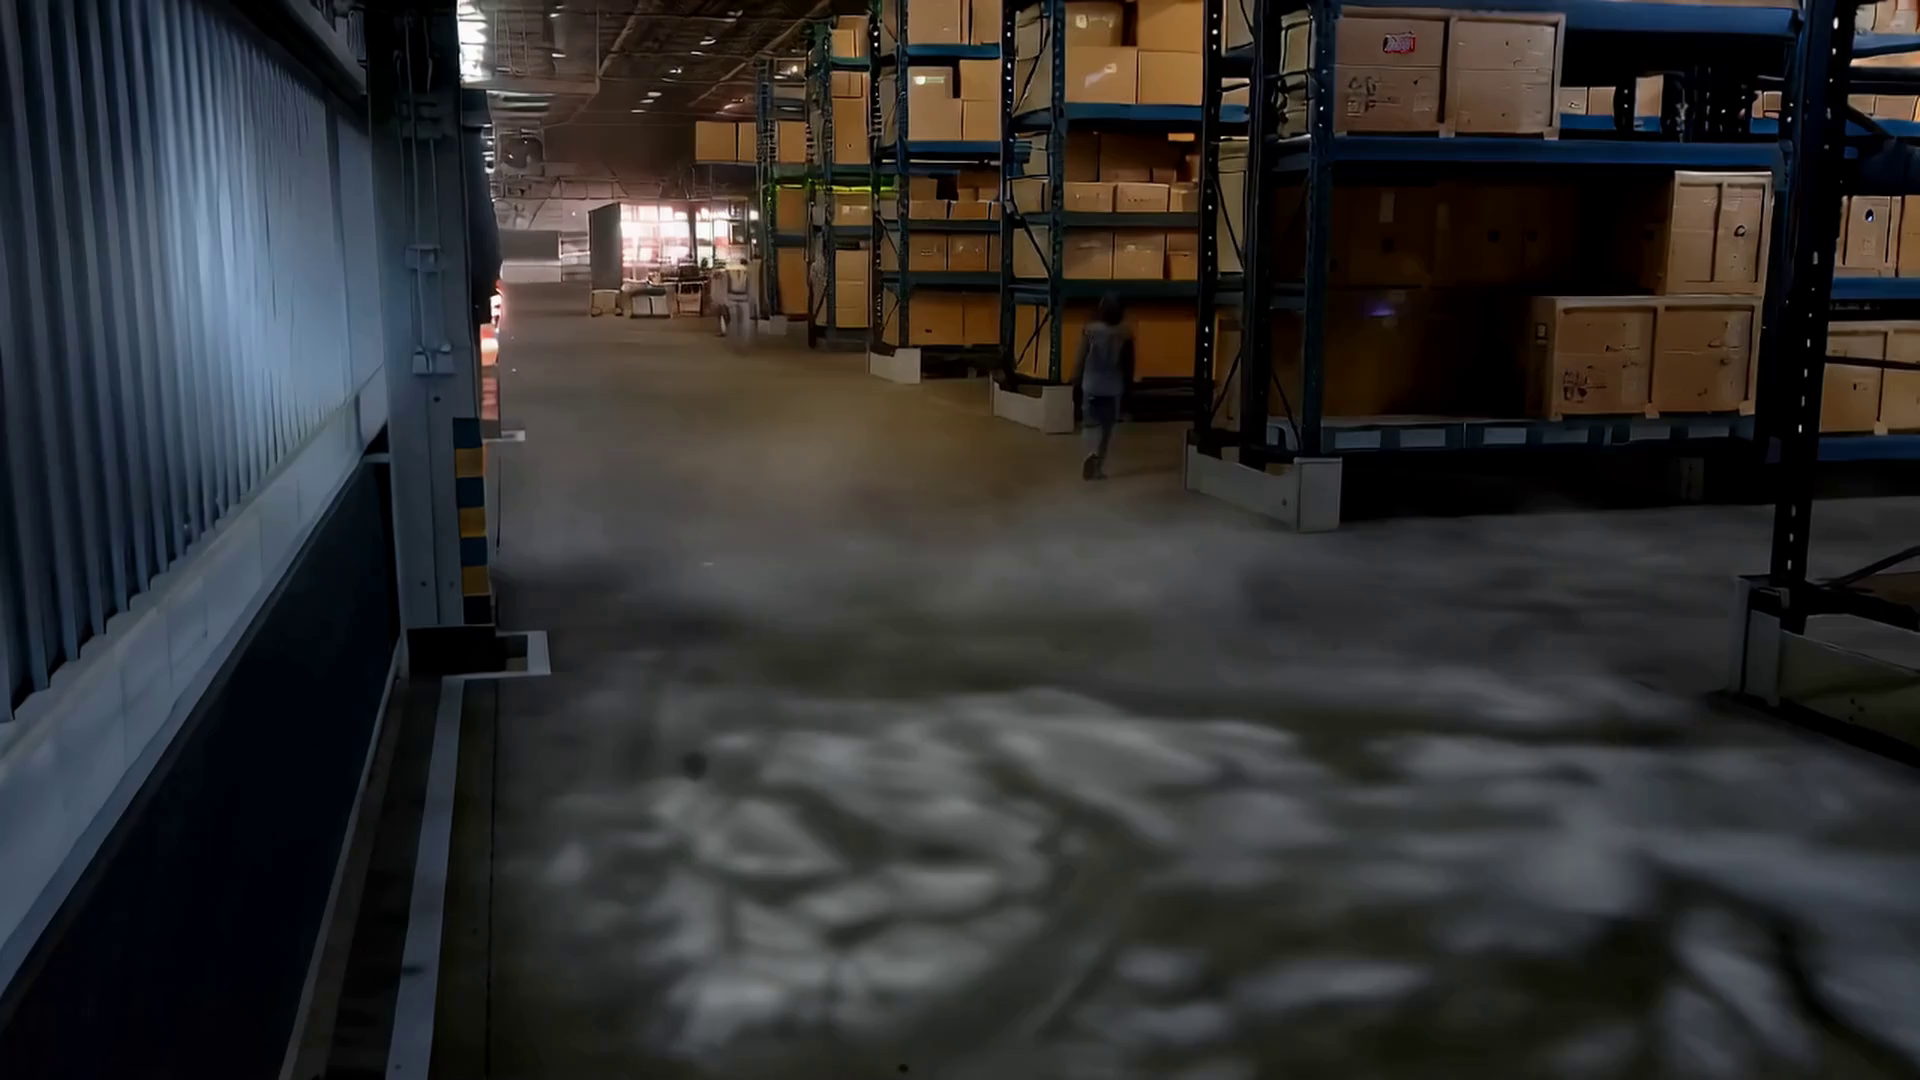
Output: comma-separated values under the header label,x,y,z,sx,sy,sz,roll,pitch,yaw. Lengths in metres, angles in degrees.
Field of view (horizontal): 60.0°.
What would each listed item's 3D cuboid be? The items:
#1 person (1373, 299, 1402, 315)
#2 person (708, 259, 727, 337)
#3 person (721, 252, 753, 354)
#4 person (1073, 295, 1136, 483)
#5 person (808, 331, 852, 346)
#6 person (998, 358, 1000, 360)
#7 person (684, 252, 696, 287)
label,x,y,z,sx,sy,sz,roll,pitch,yaw
person,4.309,-1.749,16.641,0.901,1.685,0.511,-1,10,-4
person,-5.424,-5.403,37.191,0.480,1.741,0.583,6,11,29
person,-4.178,-4.436,31.224,0.635,1.919,0.775,-3,11,-19
person,1.228,-1.281,14.186,0.535,1.613,0.401,2,10,13
person,-2.667,-4.938,33.937,0.906,1.972,0.635,-4,11,-20
person,0.514,-3.823,28.034,0.669,1.806,0.633,-4,11,-21
person,-9.059,-8.712,55.668,0.404,1.833,0.586,3,10,17
